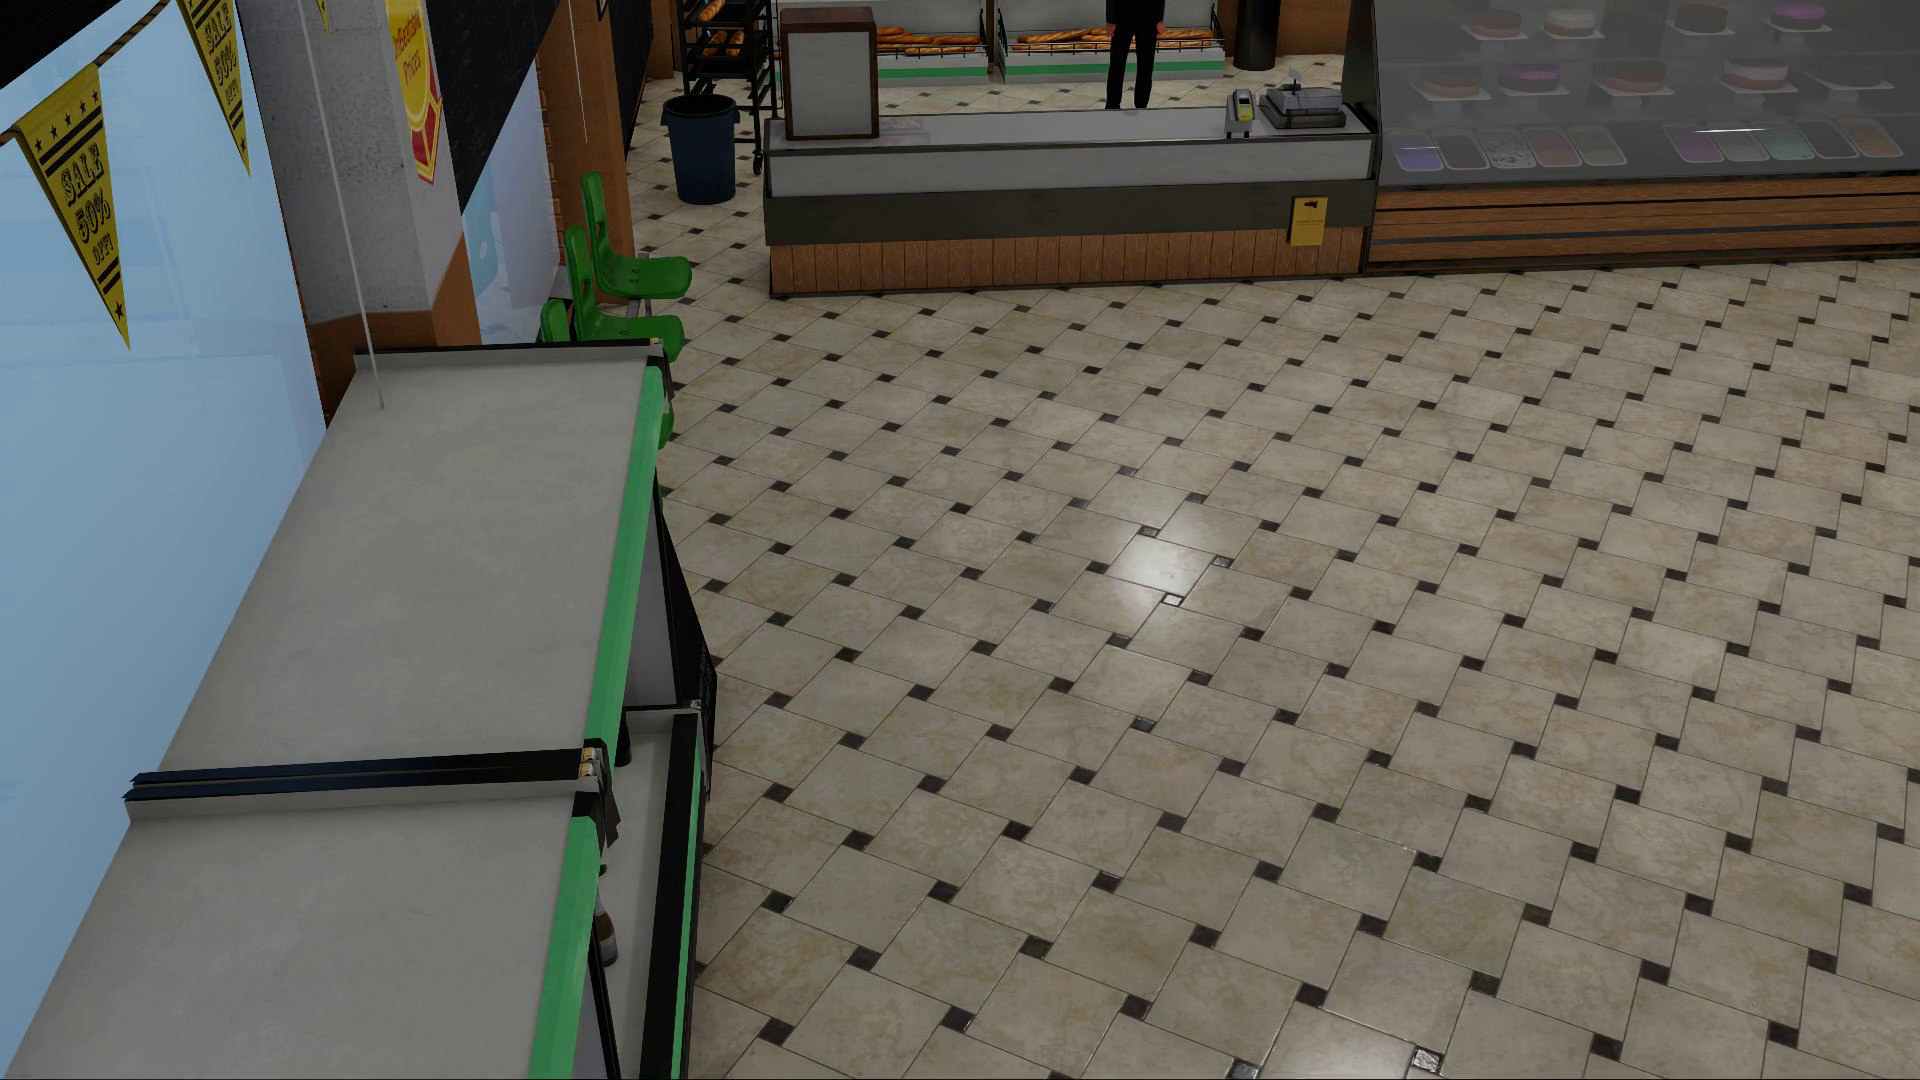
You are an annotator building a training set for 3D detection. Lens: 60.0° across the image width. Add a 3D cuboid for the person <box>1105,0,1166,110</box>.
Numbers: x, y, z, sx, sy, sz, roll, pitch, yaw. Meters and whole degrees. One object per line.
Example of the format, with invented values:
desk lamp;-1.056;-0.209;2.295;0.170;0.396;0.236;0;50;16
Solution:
person;1.429;-4.237;13.462;0.630;1.868;0.546;-3;32;-4
